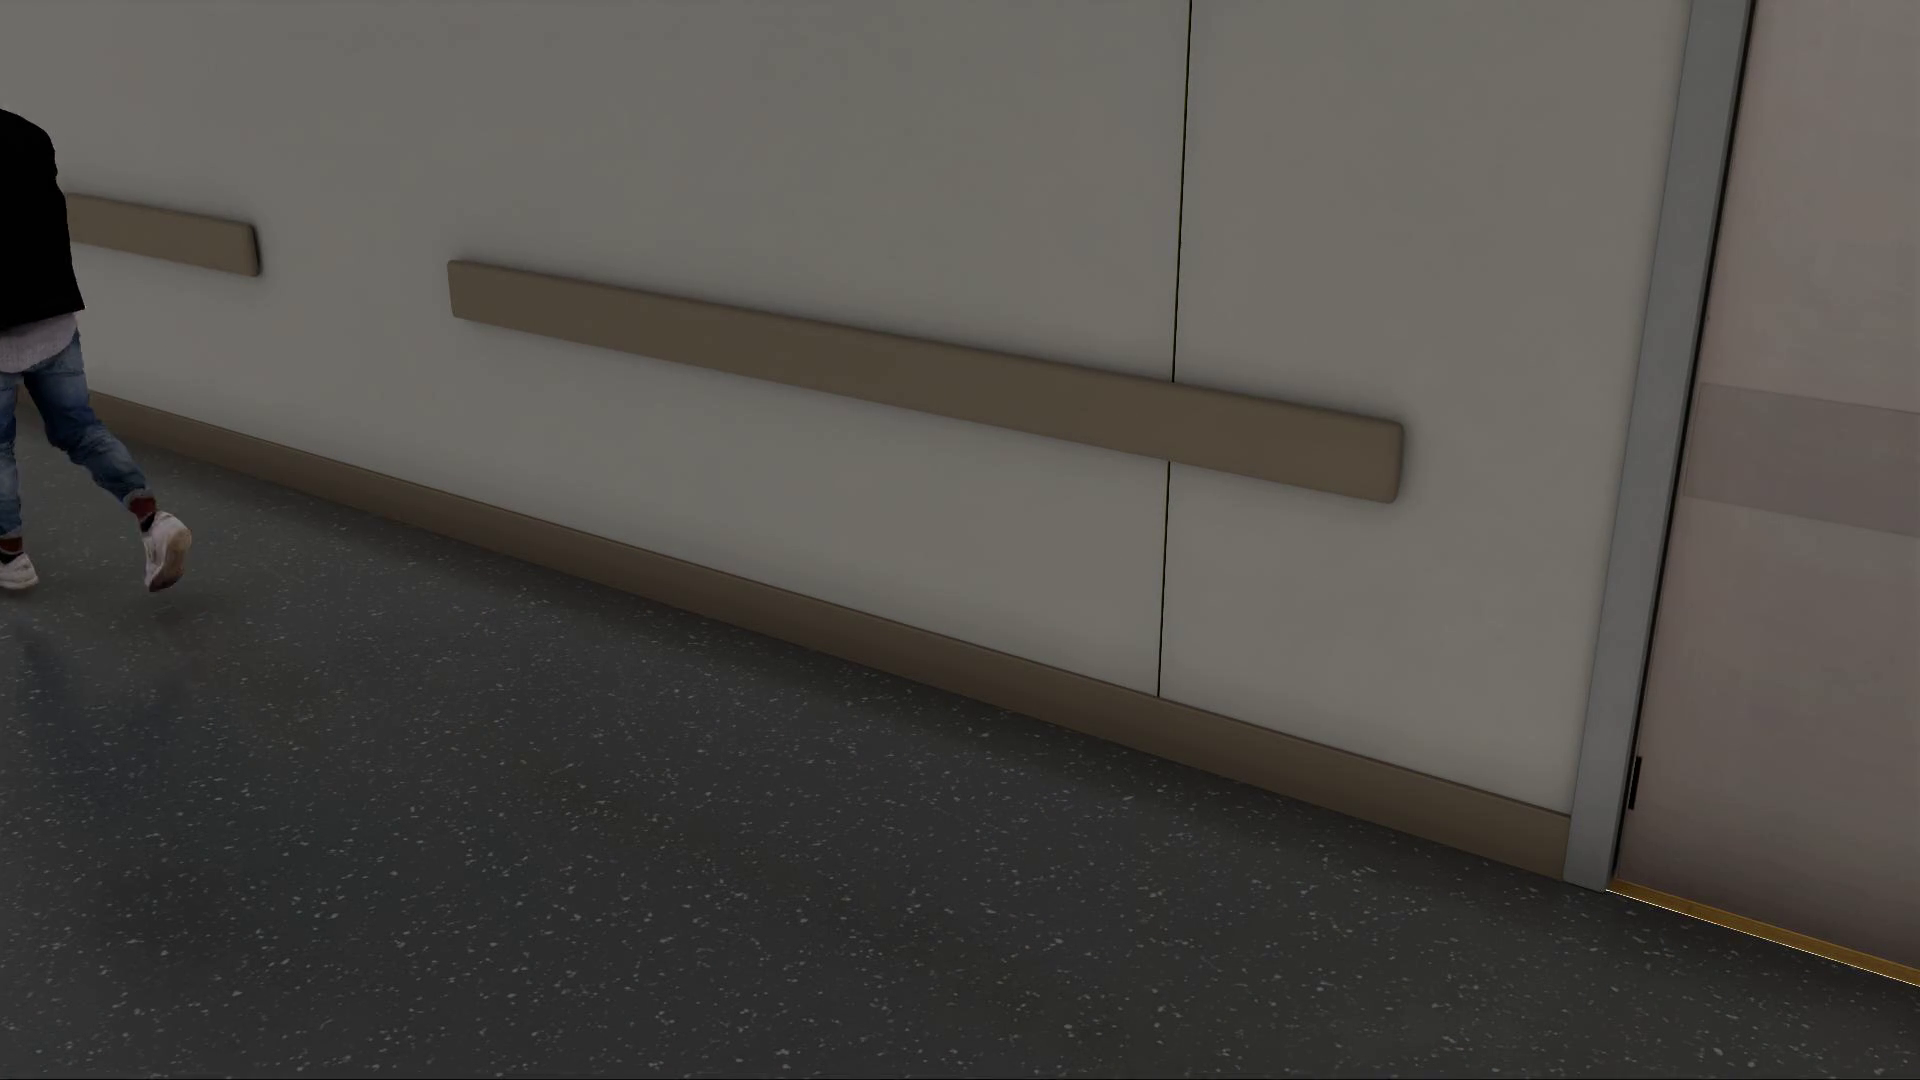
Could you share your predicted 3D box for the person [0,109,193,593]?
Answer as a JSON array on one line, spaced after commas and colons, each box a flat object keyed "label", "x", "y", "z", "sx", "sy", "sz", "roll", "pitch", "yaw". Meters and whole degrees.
[{"label": "person", "x": -2.783, "y": -0.656, "z": 4.984, "sx": 0.885, "sy": 1.788, "sz": 1.104, "roll": 9, "pitch": 23, "yaw": 23}]
